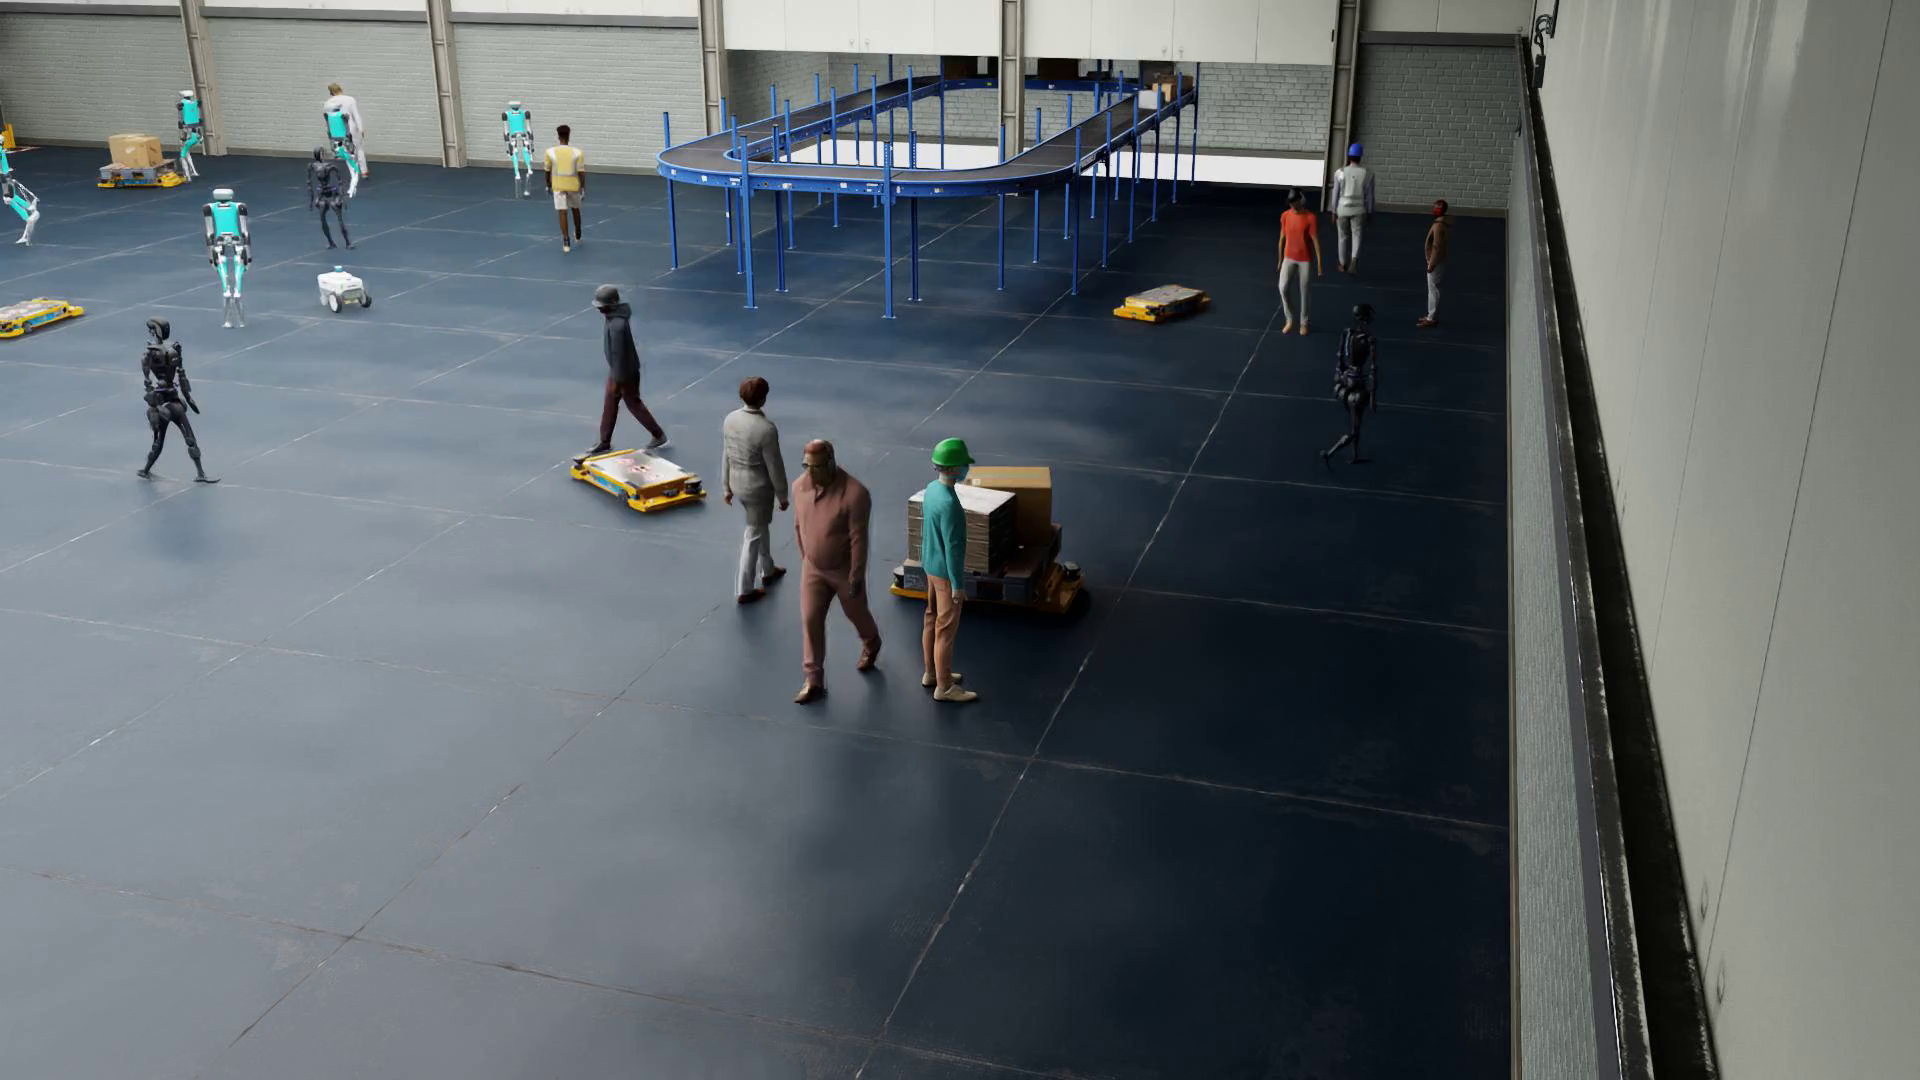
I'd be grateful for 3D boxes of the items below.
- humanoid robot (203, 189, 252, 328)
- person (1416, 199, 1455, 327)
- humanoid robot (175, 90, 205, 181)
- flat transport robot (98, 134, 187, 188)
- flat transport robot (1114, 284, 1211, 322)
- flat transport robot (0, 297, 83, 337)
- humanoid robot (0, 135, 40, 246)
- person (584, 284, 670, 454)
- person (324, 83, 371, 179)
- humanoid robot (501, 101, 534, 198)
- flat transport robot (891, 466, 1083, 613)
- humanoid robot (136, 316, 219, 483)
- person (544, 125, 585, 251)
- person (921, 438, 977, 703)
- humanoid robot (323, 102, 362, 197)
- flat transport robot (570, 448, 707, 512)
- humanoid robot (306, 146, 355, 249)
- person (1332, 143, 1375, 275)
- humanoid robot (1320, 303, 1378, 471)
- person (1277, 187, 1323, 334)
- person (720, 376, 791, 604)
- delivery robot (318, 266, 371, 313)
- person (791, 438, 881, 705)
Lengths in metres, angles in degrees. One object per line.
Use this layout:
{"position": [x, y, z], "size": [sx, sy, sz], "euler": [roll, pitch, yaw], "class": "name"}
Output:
{"position": [-9.410, -3.558, 21.467], "size": [0.546, 1.852, 0.749], "euler": [-7, 22, -18], "class": "humanoid robot"}
{"position": [6.177, -3.590, 21.562], "size": [0.332, 1.651, 0.469], "euler": [8, 23, 21], "class": "person"}
{"position": [-15.260, -7.936, 32.822], "size": [0.744, 1.859, 0.541], "euler": [12, 24, 29], "class": "humanoid robot"}
{"position": [-15.919, -7.017, 32.378], "size": [1.431, 0.231, 0.659], "euler": [-1, 21, -3], "class": "flat transport robot"}
{"position": [2.750, -3.203, 22.486], "size": [0.659, 0.231, 1.431], "euler": [16, 26, 36], "class": "flat transport robot"}
{"position": [-12.217, -2.896, 21.689], "size": [0.659, 0.231, 1.431], "euler": [4, 21, 10], "class": "flat transport robot"}
{"position": [-15.056, -5.553, 26.640], "size": [0.668, 1.866, 0.558], "euler": [-9, 23, -22], "class": "humanoid robot"}
{"position": [-3.352, -1.719, 16.569], "size": [0.838, 1.763, 0.582], "euler": [-7, 22, -17], "class": "person"}
{"position": [-12.095, -8.039, 32.786], "size": [0.721, 1.882, 0.422], "euler": [-2, 21, -5], "class": "person"}
{"position": [-8.122, -7.162, 30.800], "size": [0.539, 1.833, 0.749], "euler": [-8, 23, -20], "class": "humanoid robot"}
{"position": [0.218, 0.321, 13.345], "size": [1.431, 0.231, 0.659], "euler": [6, 22, 15], "class": "flat transport robot"}
{"position": [-7.508, -1.311, 15.697], "size": [0.788, 1.627, 0.598], "euler": [4, 21, 11], "class": "humanoid robot"}
{"position": [-6.284, -5.634, 26.508], "size": [0.625, 1.912, 1.003], "euler": [-6, 22, -14], "class": "person"}
{"position": [-0.080, 0.200, 11.431], "size": [0.365, 1.870, 0.530], "euler": [-7, 22, -17], "class": "person"}
{"position": [-11.402, -7.294, 31.072], "size": [0.552, 1.776, 0.781], "euler": [8, 23, 21], "class": "humanoid robot"}
{"position": [-3.050, -0.586, 15.696], "size": [0.659, 0.231, 1.431], "euler": [-17, 27, -37], "class": "flat transport robot"}
{"position": [-9.958, -5.393, 26.210], "size": [0.610, 1.626, 0.400], "euler": [0, 21, 0], "class": "humanoid robot"}
{"position": [5.781, -4.856, 24.483], "size": [0.619, 1.920, 0.812], "euler": [4, 21, 10], "class": "person"}
{"position": [3.767, -1.488, 16.117], "size": [0.683, 1.634, 0.611], "euler": [-10, 23, -24], "class": "humanoid robot"}
{"position": [4.326, -3.520, 21.089], "size": [0.614, 1.878, 0.570], "euler": [8, 23, 21], "class": "person"}
{"position": [-1.539, -0.423, 13.136], "size": [0.545, 1.805, 0.788], "euler": [16, 26, 35], "class": "person"}
{"position": [-8.437, -3.434, 22.667], "size": [0.757, 0.580, 0.499], "euler": [20, 29, 41], "class": "delivery robot"}
{"position": [-0.859, 0.145, 11.588], "size": [0.625, 1.865, 0.901], "euler": [9, 23, 23], "class": "person"}
